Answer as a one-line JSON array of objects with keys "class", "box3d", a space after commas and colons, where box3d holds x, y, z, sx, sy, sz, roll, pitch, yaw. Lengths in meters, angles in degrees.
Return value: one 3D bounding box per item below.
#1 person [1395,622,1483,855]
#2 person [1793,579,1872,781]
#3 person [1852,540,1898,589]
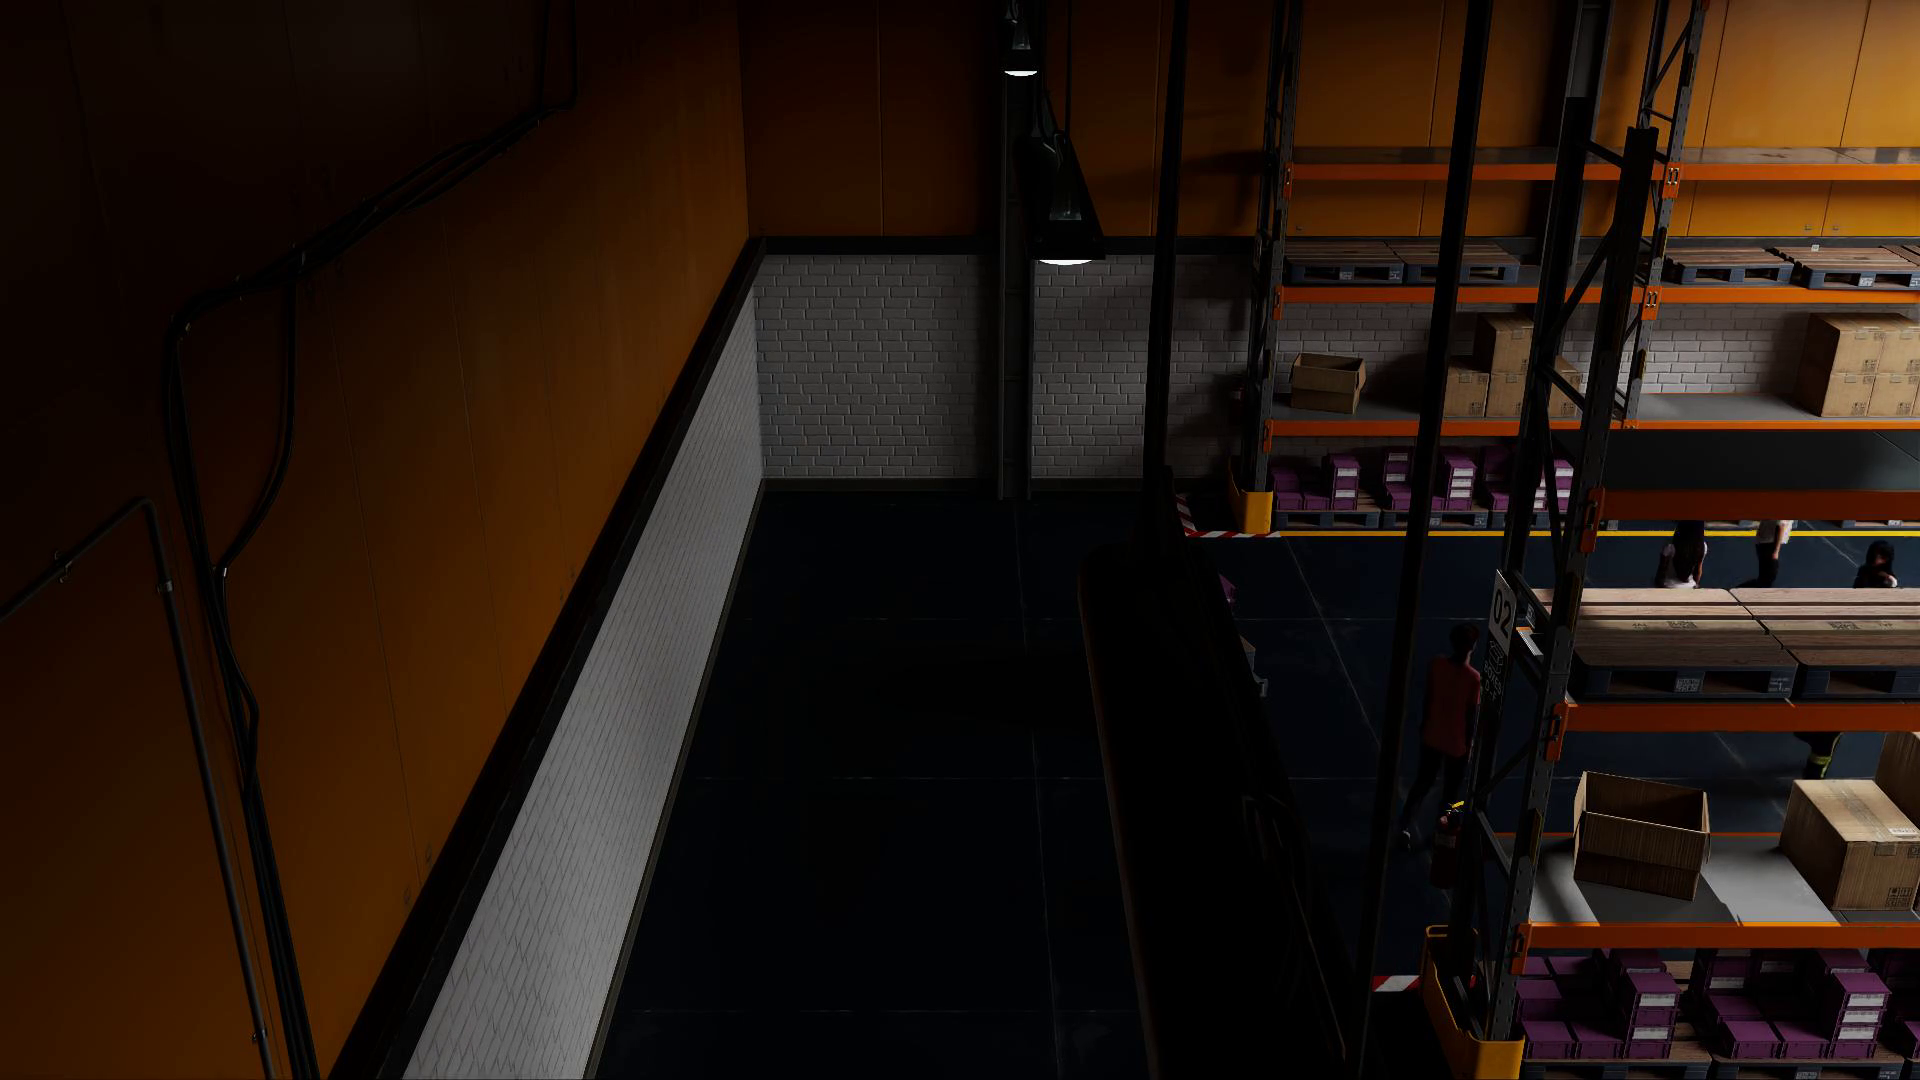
[{"class": "person", "box3d": [3.617, 1.536, 12.539, 1.058, 1.940, 1.086, 20, 31, 38]}, {"class": "person", "box3d": [7.139, 1.162, 13.520, 1.112, 1.839, 1.009, -14, 27, -29]}, {"class": "person", "box3d": [7.907, 0.810, 14.444, 1.133, 1.744, 0.755, -5, 24, -10]}]
